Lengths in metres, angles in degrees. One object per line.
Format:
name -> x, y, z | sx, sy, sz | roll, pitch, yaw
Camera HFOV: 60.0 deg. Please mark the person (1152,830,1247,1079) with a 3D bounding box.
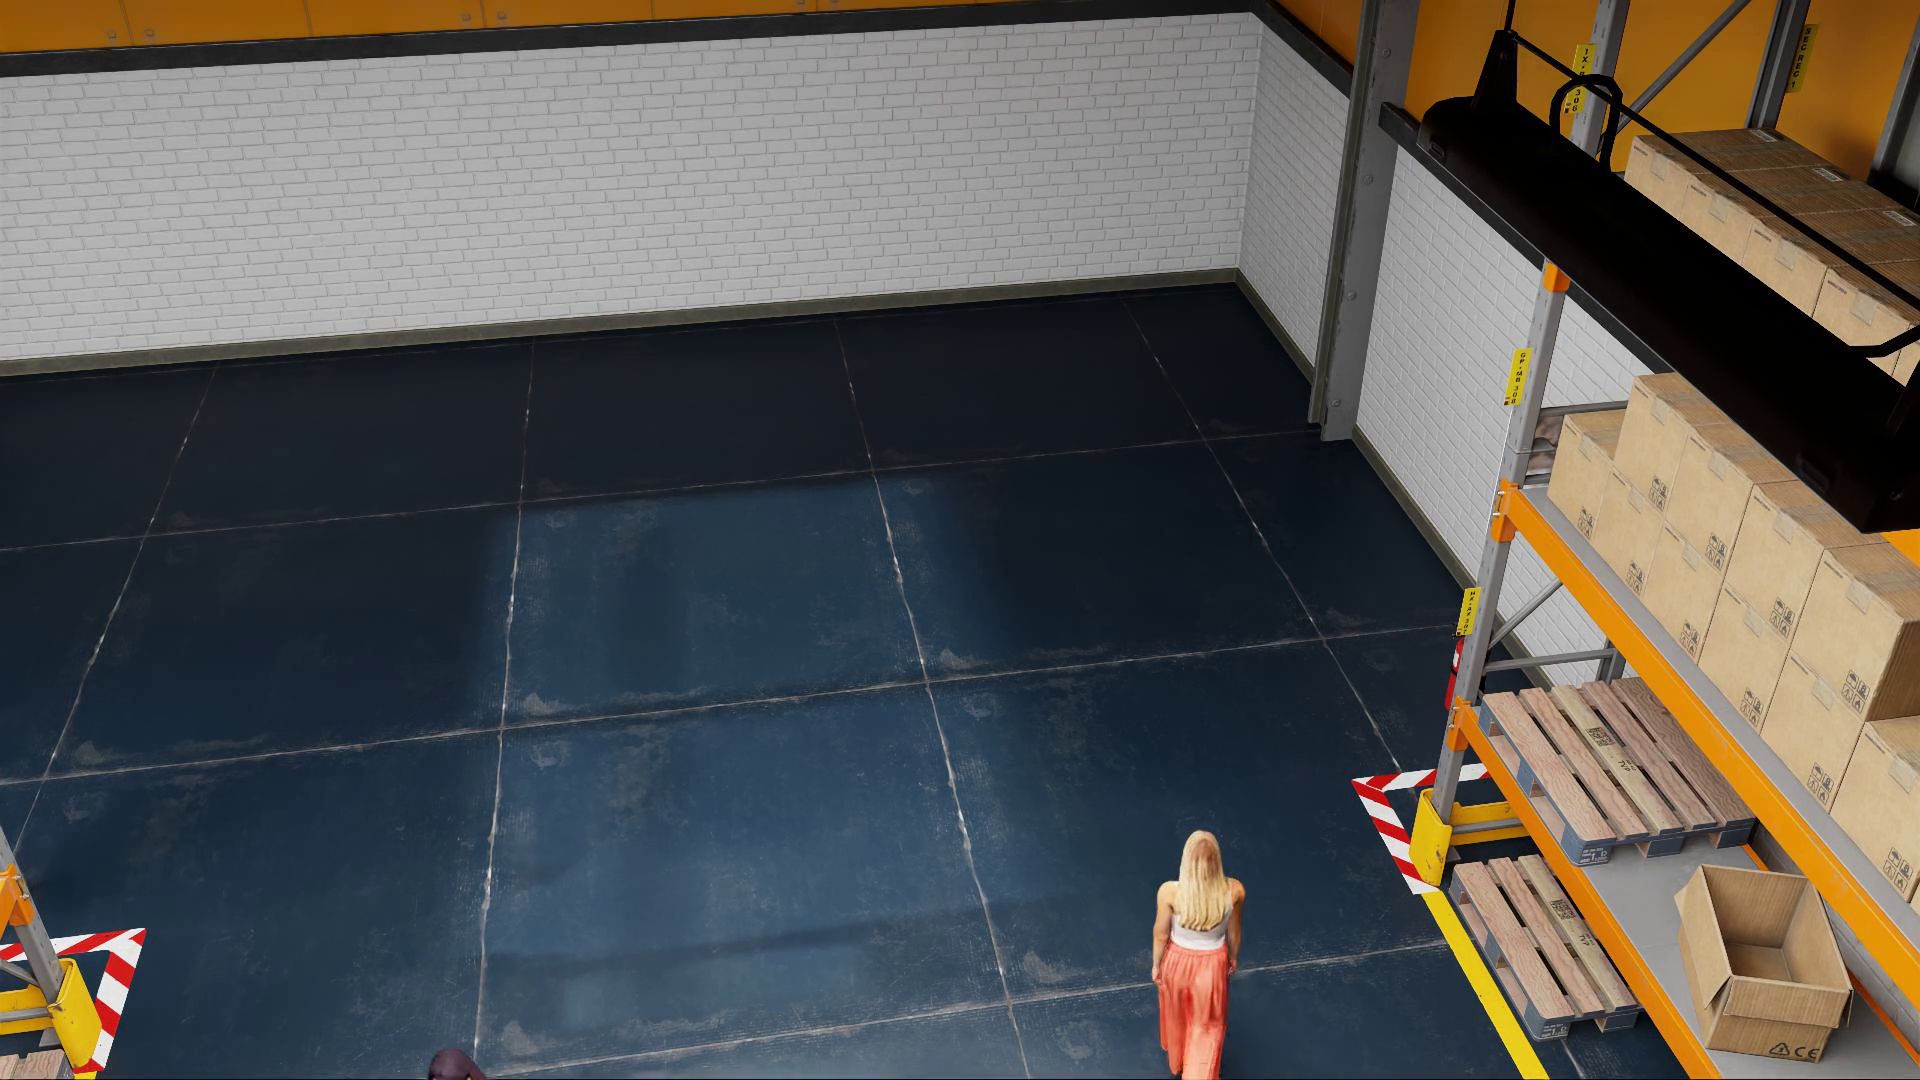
person -> 1.211, 2.276, 8.523 | 0.807, 1.780, 1.071 | 4, 34, 6
